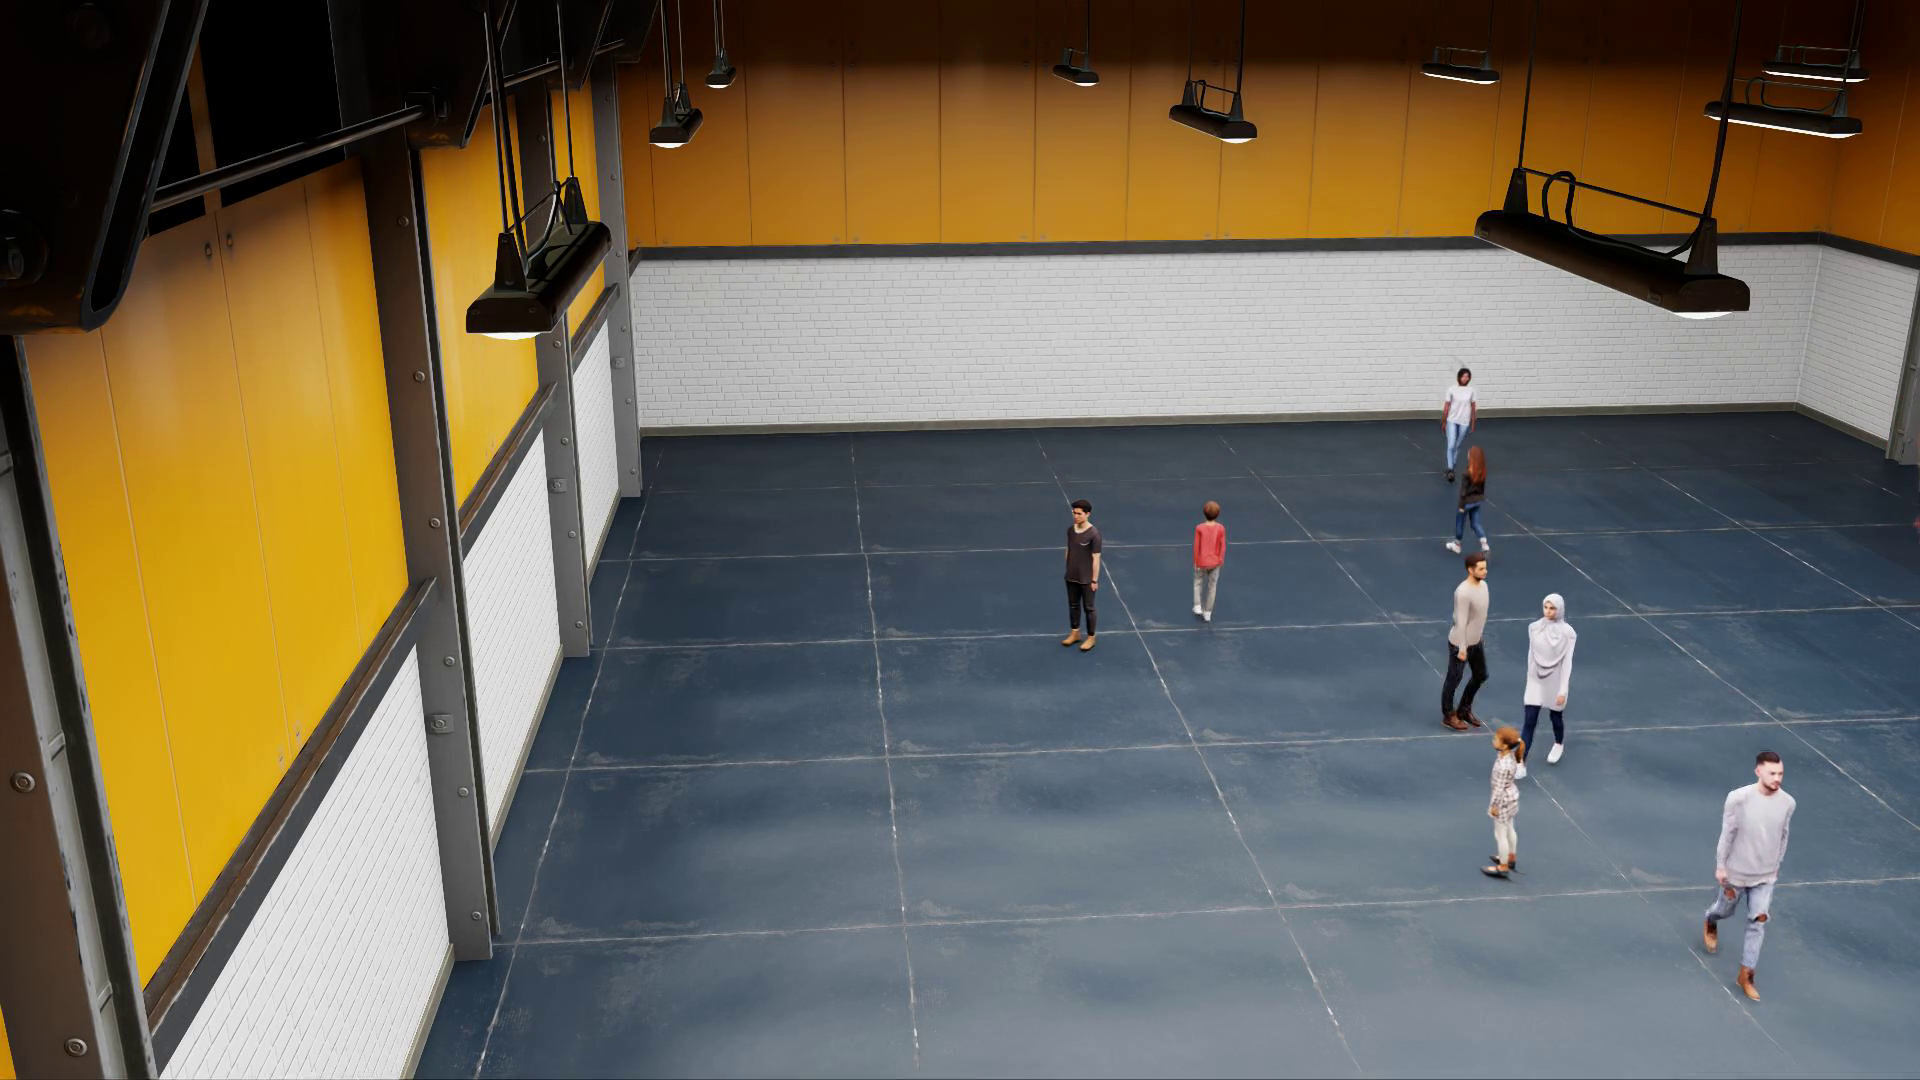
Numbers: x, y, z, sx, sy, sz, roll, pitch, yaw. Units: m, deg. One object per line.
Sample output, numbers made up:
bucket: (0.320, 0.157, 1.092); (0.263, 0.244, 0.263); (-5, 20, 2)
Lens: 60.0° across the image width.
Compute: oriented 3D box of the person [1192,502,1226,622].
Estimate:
person: (2.868, 0.261, 19.133); (0.565, 1.404, 0.632); (1, 19, 4)

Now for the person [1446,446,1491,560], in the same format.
person: (6.555, -0.465, 21.197); (0.773, 1.463, 1.008); (-9, 20, -24)

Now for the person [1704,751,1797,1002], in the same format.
person: (5.755, 2.371, 12.223); (0.825, 1.815, 1.166); (2, 19, 5)

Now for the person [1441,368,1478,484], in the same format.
person: (7.345, -1.711, 24.557); (0.745, 1.681, 1.147); (2, 19, 6)

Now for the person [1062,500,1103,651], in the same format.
person: (1.348, 0.359, 18.363); (0.752, 1.711, 0.675); (-18, 25, -42)

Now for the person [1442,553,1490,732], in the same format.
person: (4.882, 0.977, 16.304); (0.833, 1.854, 0.791); (17, 25, 41)

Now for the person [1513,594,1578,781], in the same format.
person: (5.493, 1.341, 15.408); (1.122, 1.736, 1.187); (15, 24, 38)

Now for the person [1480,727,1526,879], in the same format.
person: (4.496, 2.143, 13.707); (0.666, 1.302, 0.585); (11, 22, 31)
